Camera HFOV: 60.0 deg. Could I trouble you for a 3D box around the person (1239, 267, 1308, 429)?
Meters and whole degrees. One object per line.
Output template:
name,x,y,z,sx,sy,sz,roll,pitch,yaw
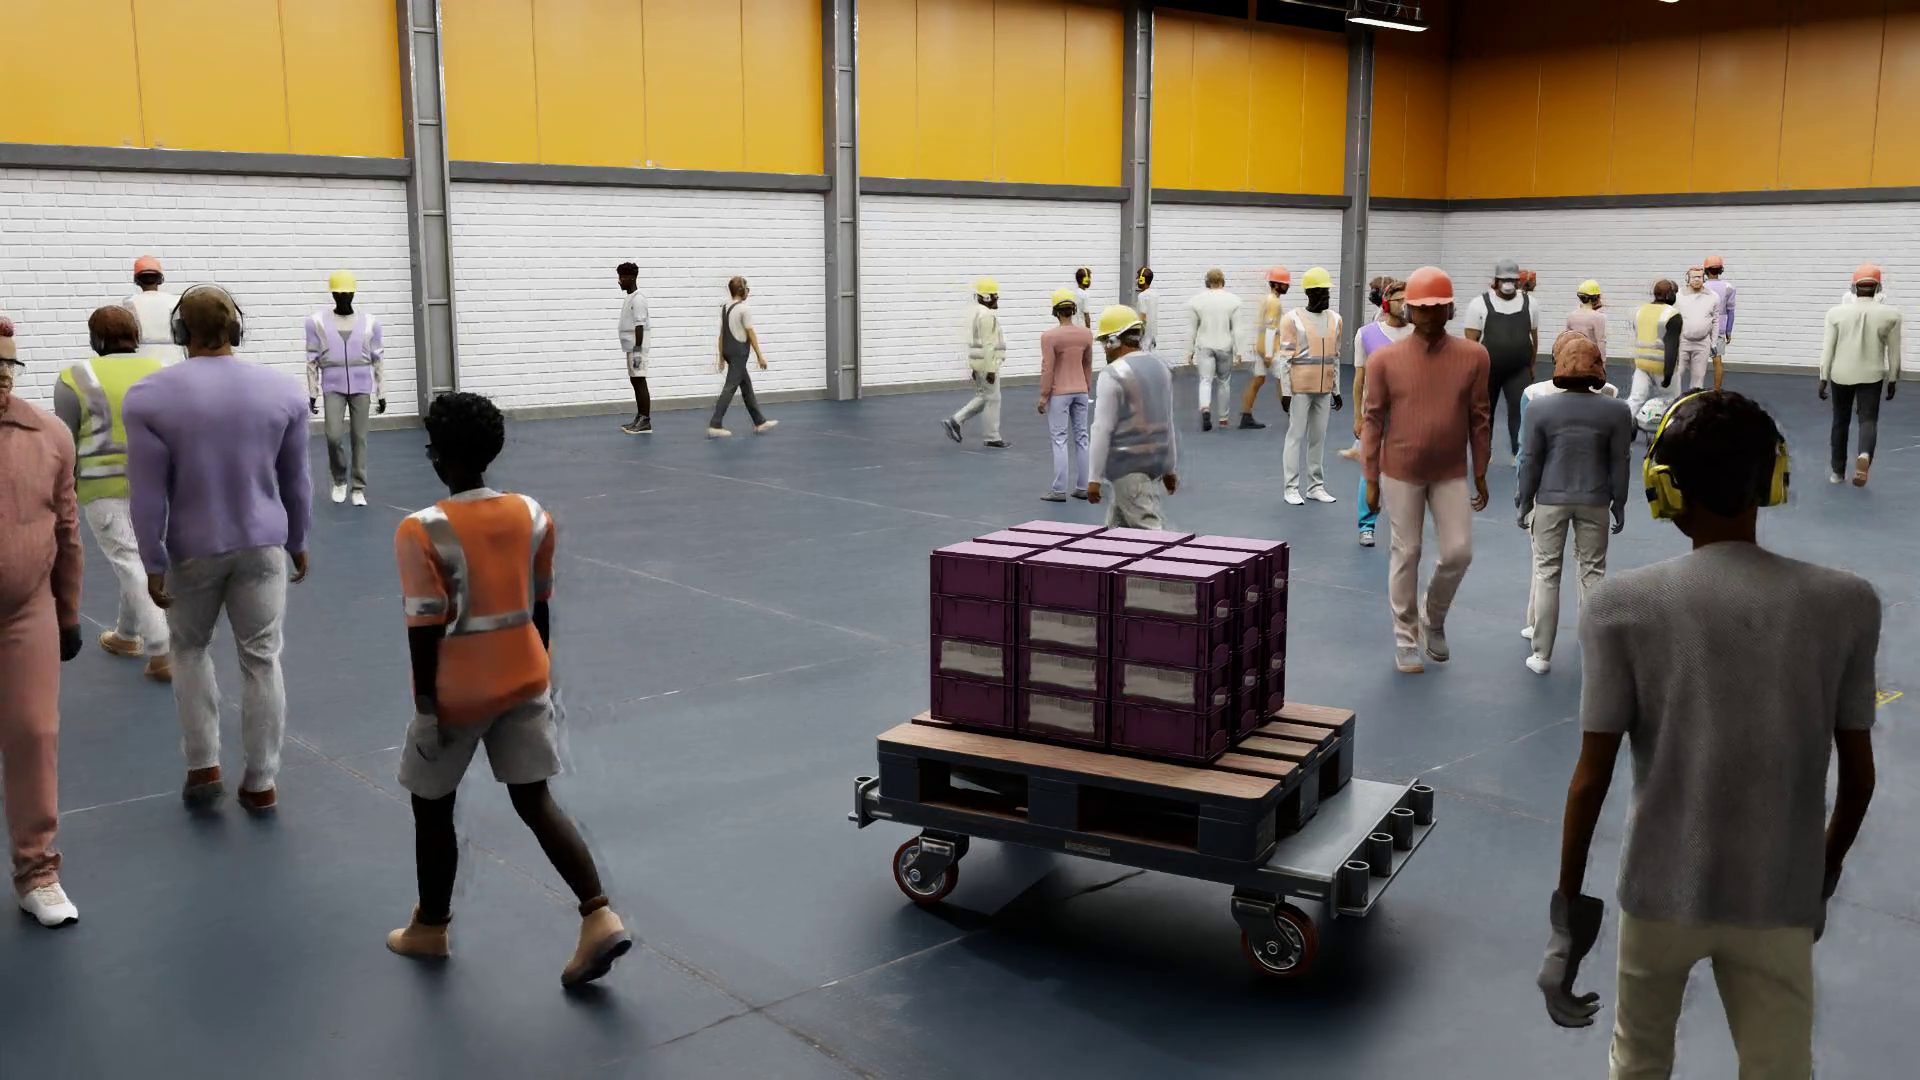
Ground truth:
person,3.724,-2.219,19.360,0.962,1.886,0.572,0,10,1

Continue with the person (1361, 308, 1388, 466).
person,4.045,-1.410,15.572,0.520,1.609,0.805,-5,11,-29

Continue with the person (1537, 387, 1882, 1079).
person,1.279,0.655,2.834,0.534,1.813,0.902,3,10,17

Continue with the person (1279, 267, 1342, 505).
person,2.877,-1.253,13.599,0.592,1.930,0.356,-5,11,-25

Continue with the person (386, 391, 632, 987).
person,-1.273,0.421,4.617,0.811,1.670,0.539,7,12,34

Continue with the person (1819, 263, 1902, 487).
person,7.872,-1.430,14.556,0.628,1.971,0.830,5,11,27

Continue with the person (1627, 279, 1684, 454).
person,7.099,-1.766,17.024,0.959,1.801,0.615,-4,11,-24

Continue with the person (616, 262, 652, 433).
person,-3.726,-2.200,19.055,0.364,1.962,0.633,-4,10,-21

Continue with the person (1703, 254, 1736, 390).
person,10.262,-2.879,22.779,0.607,2.048,0.365,1,10,8

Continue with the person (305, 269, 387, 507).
person,-4.943,-1.219,13.433,0.608,1.915,0.417,-4,11,-24

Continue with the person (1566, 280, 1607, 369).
person,6.700,-1.892,17.813,0.308,1.772,0.525,-5,11,-27

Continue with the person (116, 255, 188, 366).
person,-7.445,-1.611,15.411,0.655,2.021,0.598,-5,11,-28

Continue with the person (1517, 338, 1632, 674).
person,2.959,-0.156,8.045,0.505,1.631,0.278,2,10,14

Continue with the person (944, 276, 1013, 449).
person,0.210,-1.842,17.387,0.630,1.815,0.598,-2,10,-10

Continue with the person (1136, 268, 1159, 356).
person,2.469,-2.682,22.161,0.310,1.863,0.534,6,11,30

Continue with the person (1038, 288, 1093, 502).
person,0.865,-1.192,13.735,0.523,1.763,0.329,-6,12,-33

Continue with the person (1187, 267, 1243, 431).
person,2.962,-2.215,19.355,0.647,1.900,0.878,2,10,11

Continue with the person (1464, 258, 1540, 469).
person,5.188,-1.699,15.884,0.705,2.000,0.960,1,10,7

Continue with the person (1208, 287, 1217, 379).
person,4.198,-3.507,27.498,0.319,1.693,0.531,-7,12,-34

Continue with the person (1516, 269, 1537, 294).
person,7.191,-2.582,21.662,0.747,1.869,0.602,-1,10,-7

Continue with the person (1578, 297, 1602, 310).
person,7.335,-2.112,19.524,0.346,1.626,0.523,5,11,25

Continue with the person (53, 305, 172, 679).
person,-4.049,-0.238,8.094,0.975,1.797,0.616,7,12,37

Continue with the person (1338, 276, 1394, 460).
person,3.982,-1.652,16.232,0.646,1.825,0.659,3,10,19

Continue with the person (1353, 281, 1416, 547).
person,3.021,-0.880,11.649,0.568,1.849,0.386,-1,10,-6

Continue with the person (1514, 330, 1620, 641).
person,3.153,-0.266,8.663,0.515,1.641,0.314,2,10,9

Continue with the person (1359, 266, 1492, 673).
person,2.257,-0.329,8.057,0.642,1.969,0.448,0,10,2

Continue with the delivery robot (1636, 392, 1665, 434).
delivery robot,7.500,-1.343,17.873,0.477,0.478,0.707,2,10,12

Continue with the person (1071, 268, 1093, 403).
person,1.649,-2.806,22.922,0.348,1.858,0.520,-6,11,-31

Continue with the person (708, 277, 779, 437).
person,-2.477,-2.057,18.732,0.986,1.795,0.514,-7,12,-35

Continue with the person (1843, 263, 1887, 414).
person,11.464,-2.541,21.118,0.542,1.938,0.358,0,10,0

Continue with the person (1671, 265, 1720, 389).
person,8.983,-2.407,20.429,0.652,1.906,0.403,2,10,9

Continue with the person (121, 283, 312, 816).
person,-2.680,0.038,6.071,0.626,1.919,0.599,-6,11,-30

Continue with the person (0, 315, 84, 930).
person,-3.080,0.221,5.175,0.661,1.868,0.912,-8,13,-40

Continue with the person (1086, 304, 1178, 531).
person,0.962,-0.416,9.228,0.962,1.773,0.620,8,12,38
